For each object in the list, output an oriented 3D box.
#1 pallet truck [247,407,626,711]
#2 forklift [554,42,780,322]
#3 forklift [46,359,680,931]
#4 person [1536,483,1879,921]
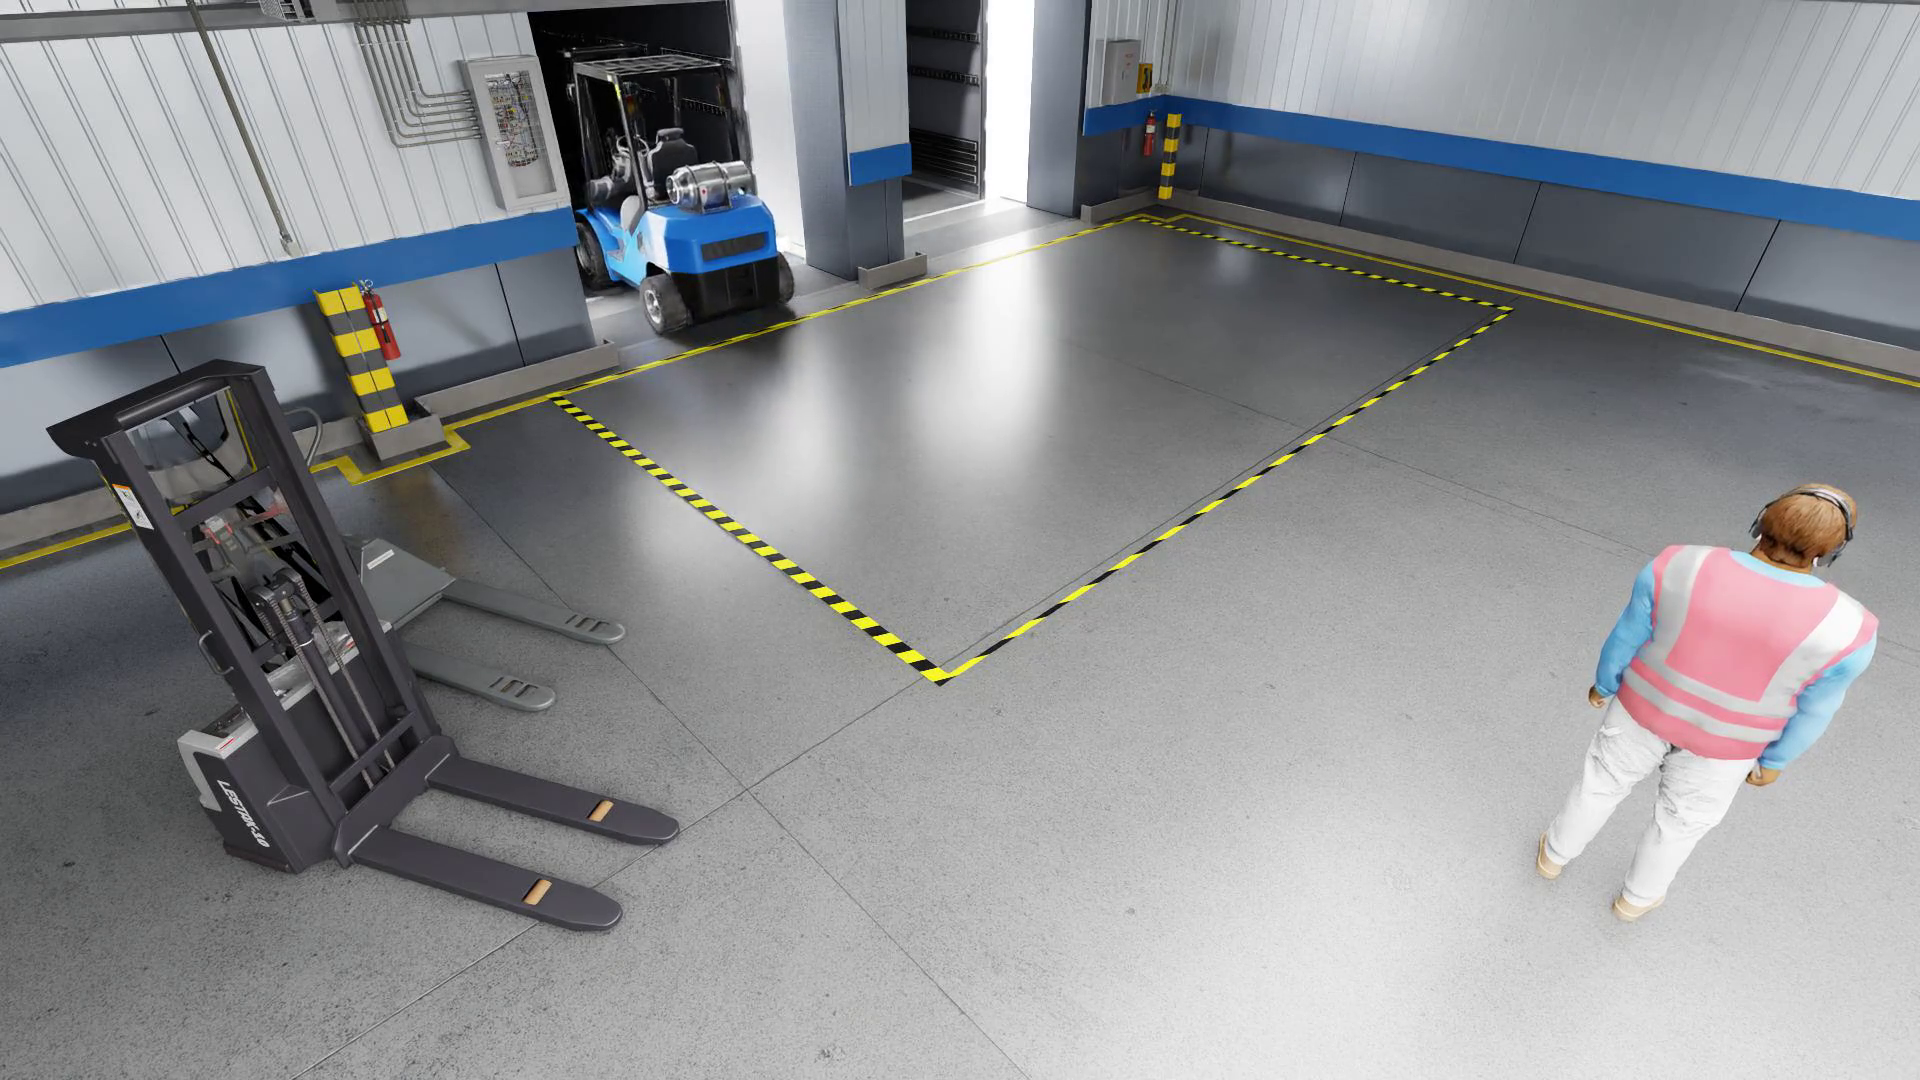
[{"bbox_3d":[-2.628,0.038,4.590,1.601,1.201,0.680,12,36,18],"label":"pallet truck"},{"bbox_3d":[-2.841,-3.478,8.736,1.157,2.036,2.680,-25,42,-32],"label":"forklift"},{"bbox_3d":[-2.135,0.422,3.354,1.885,1.965,0.823,10,35,14],"label":"forklift"},{"bbox_3d":[2.550,0.614,3.209,0.429,1.844,0.621,-28,43,-35],"label":"person"}]
